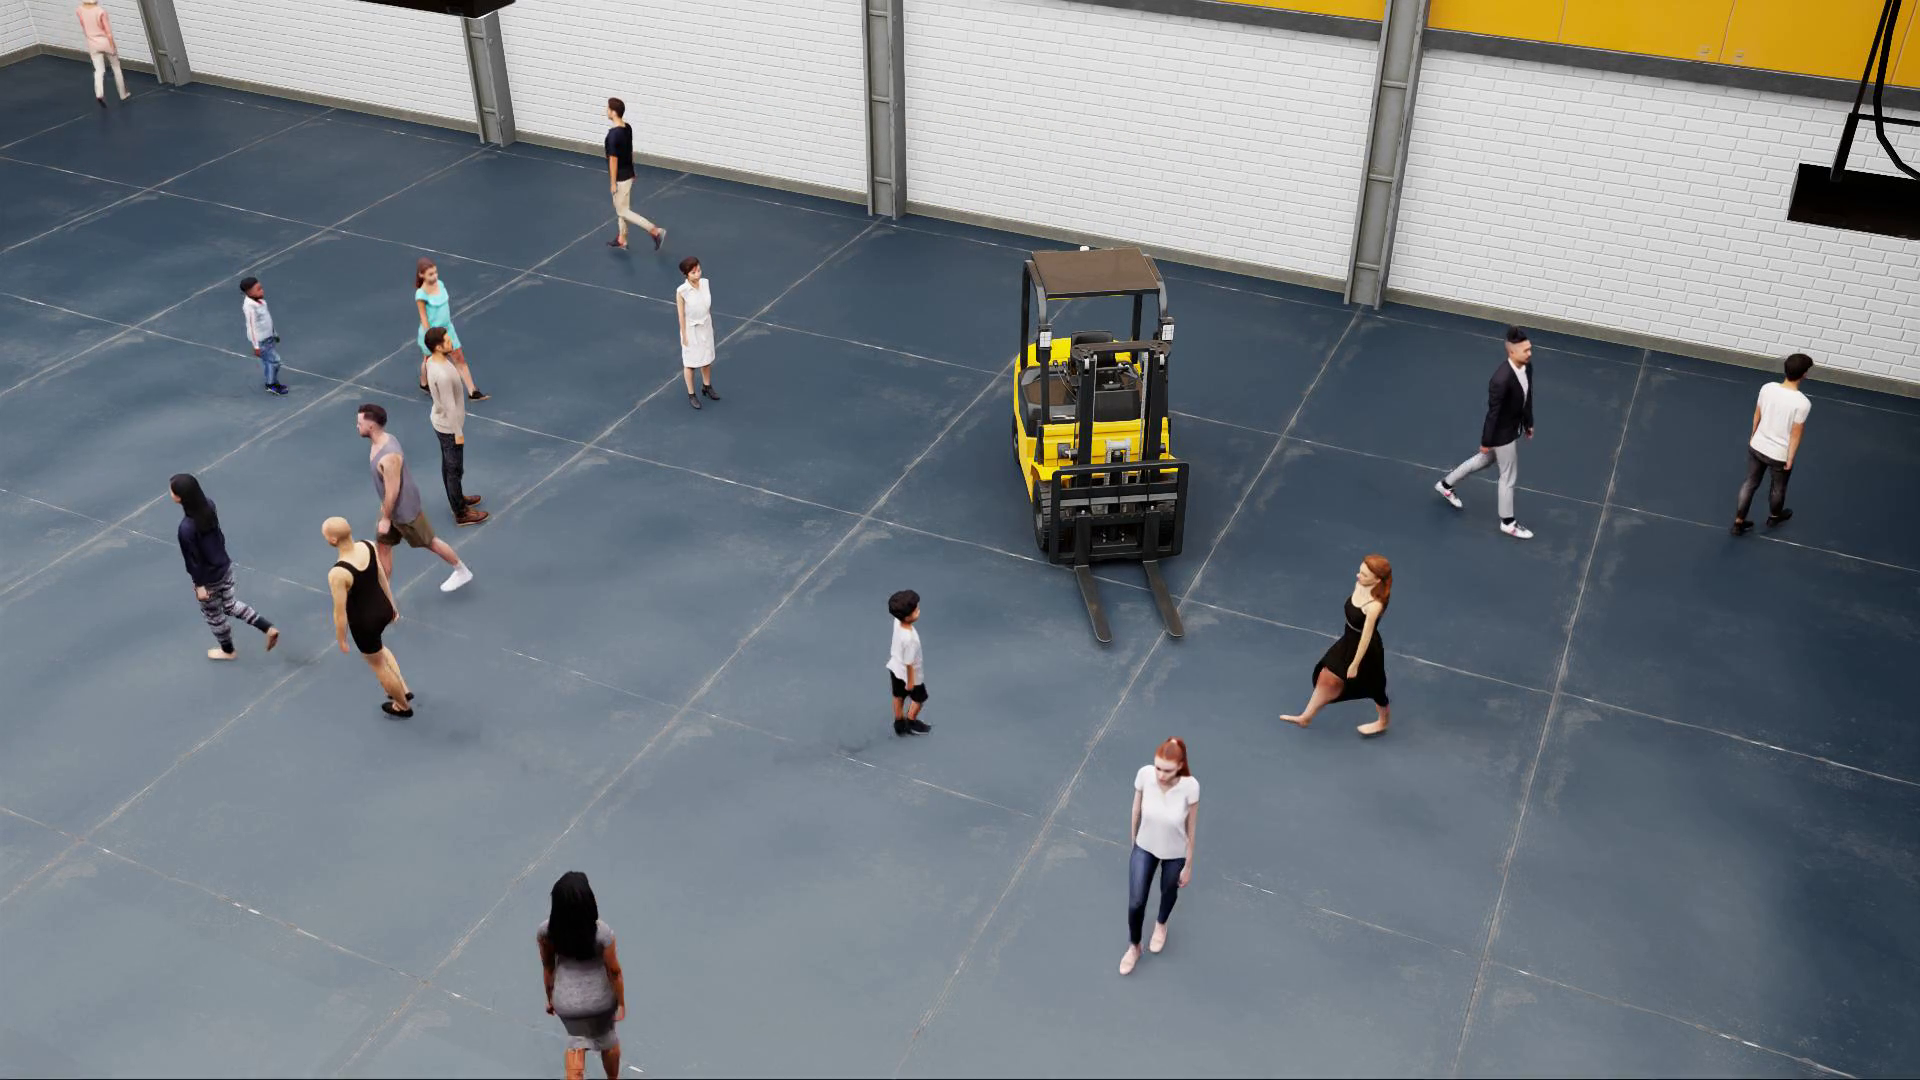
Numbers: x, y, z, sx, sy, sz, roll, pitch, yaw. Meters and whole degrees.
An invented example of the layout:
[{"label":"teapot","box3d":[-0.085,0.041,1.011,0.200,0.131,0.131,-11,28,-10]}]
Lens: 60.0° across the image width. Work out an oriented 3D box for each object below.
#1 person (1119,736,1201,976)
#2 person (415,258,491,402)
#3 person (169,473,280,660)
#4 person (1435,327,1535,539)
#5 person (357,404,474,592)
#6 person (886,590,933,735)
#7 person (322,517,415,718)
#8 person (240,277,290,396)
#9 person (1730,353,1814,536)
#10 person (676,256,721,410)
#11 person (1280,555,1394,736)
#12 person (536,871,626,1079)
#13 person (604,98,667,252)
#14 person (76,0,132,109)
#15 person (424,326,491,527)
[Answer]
[{"label":"person","box3d":[1.281,1.857,10.271,0.723,1.720,0.685,9,35,13]},{"label":"person","box3d":[-5.200,-2.047,16.332,1.056,1.512,0.564,16,37,22]},{"label":"person","box3d":[-5.642,0.235,12.714,0.947,1.718,0.775,3,34,5]},{"label":"person","box3d":[4.607,-1.000,14.394,1.285,1.915,0.897,24,40,31]},{"label":"person","box3d":[-4.376,-0.262,13.290,1.140,1.789,1.196,-17,37,-24]},{"label":"person","box3d":[-0.448,0.921,12.102,0.665,1.253,0.604,-11,35,-17]},{"label":"person","box3d":[-4.209,0.608,12.081,0.641,1.796,0.712,12,35,17]},{"label":"person","box3d":[-6.994,-2.029,16.538,0.621,1.254,0.583,-1,34,-1]},{"label":"person","box3d":[6.924,-0.788,14.264,0.968,1.705,0.949,-19,38,-26]},{"label":"person","box3d":[-2.584,-2.055,16.304,0.601,1.556,0.611,26,41,33]},{"label":"person","box3d":[2.982,0.794,11.990,1.131,1.587,0.953,-4,34,-6]},{"label":"person","box3d":[-2.072,2.598,9.120,0.901,1.760,0.876,3,34,4]},{"label":"person","box3d":[-3.830,-4.175,19.243,1.101,1.833,0.827,6,34,9]},{"label":"person","box3d":[-12.236,-6.994,23.604,1.065,1.701,0.972,-1,34,-2]},{"label":"person","box3d":[-4.445,-1.000,14.439,0.780,1.864,0.700,-15,36,-21]}]
